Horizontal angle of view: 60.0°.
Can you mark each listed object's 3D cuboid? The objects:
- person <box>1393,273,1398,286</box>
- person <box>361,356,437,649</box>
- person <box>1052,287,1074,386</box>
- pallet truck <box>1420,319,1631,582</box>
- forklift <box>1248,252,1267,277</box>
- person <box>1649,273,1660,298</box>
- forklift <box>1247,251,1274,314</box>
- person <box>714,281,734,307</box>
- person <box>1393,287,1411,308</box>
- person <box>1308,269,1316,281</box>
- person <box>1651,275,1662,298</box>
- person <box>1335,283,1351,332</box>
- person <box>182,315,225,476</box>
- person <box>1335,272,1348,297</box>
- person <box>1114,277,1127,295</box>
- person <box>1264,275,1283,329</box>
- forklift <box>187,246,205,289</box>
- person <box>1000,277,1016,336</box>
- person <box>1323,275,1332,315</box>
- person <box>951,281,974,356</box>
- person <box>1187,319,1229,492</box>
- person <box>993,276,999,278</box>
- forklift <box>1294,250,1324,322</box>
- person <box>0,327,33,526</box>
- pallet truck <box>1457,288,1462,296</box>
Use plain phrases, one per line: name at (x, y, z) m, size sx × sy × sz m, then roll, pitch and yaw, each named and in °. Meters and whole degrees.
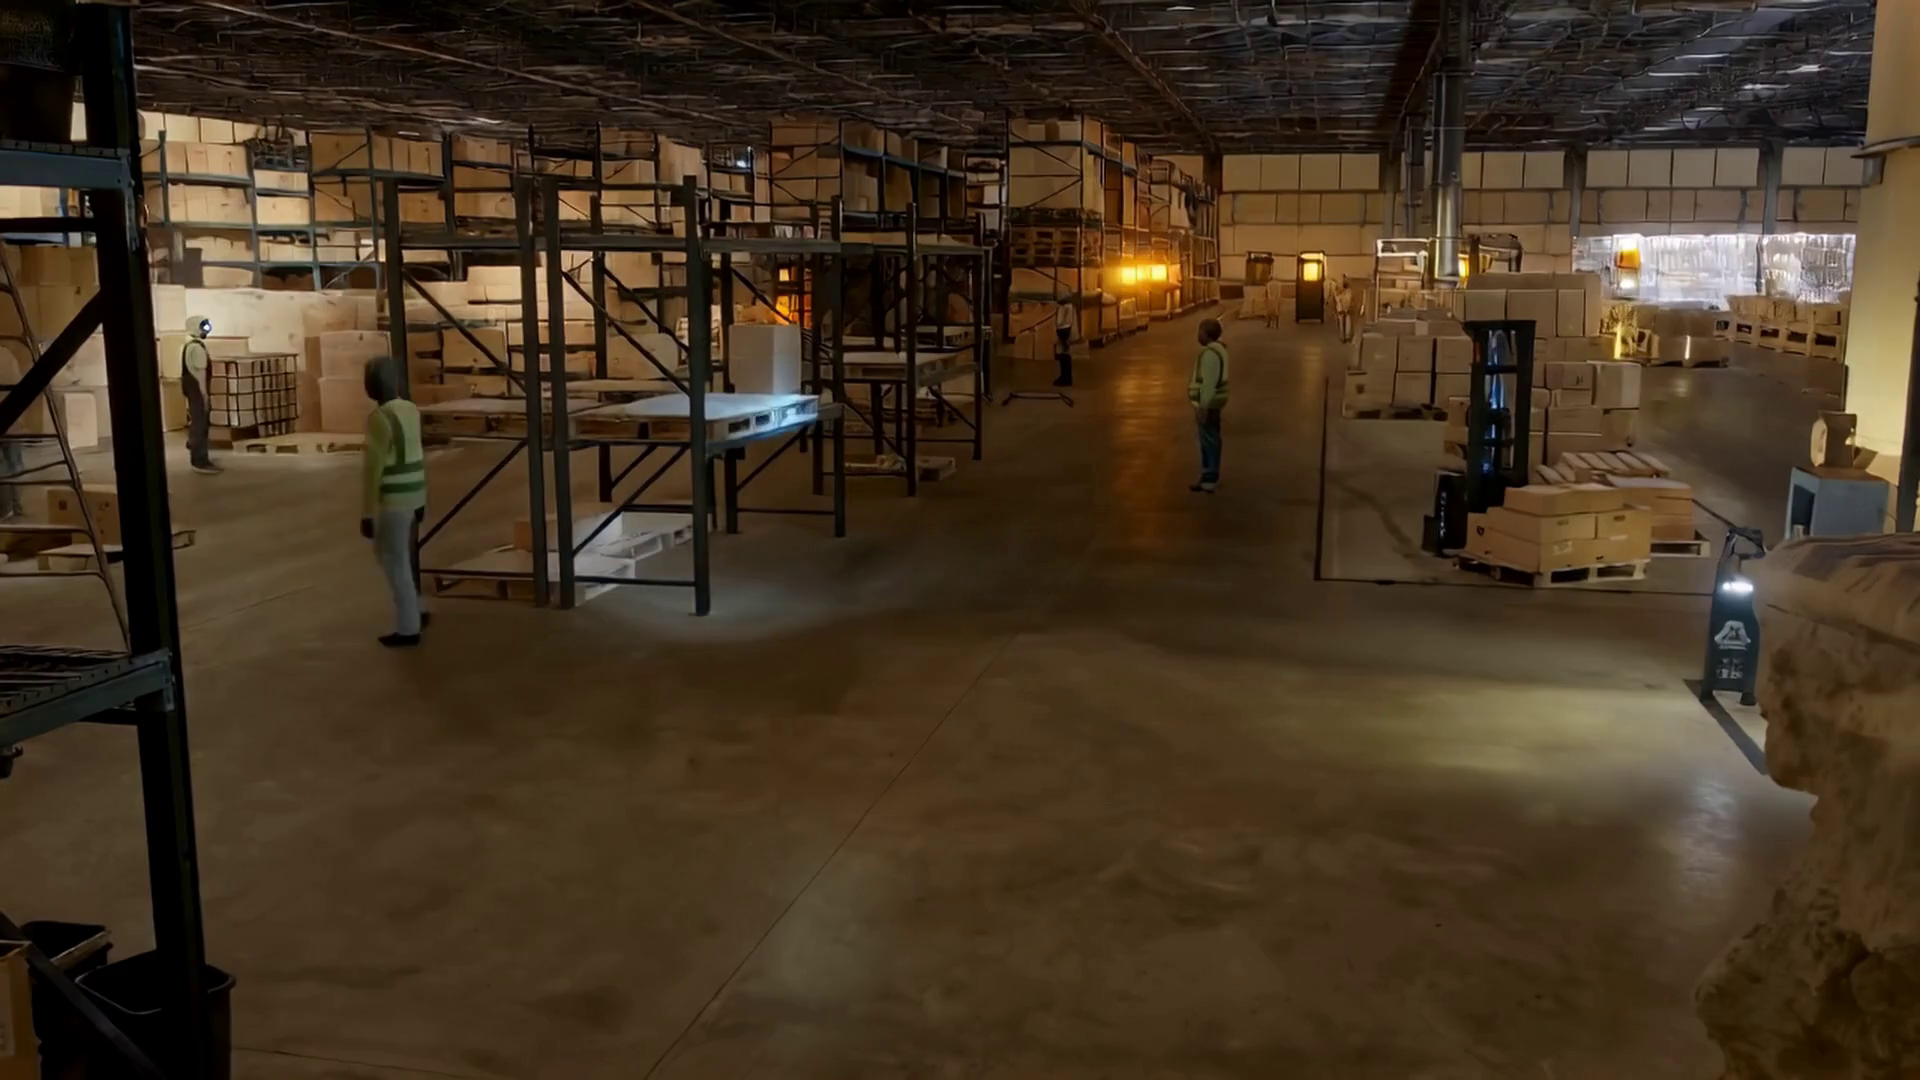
person at (23.084, -13.287, 88.282) m, size 0.485 × 1.735 × 0.347 m, roll -7°, pitch 12°, yaw -34°
person at (-3.593, -0.224, 10.514) m, size 0.416 × 1.870 × 0.613 m, roll 1°, pitch 10°, yaw 6°
person at (2.025, -3.975, 32.528) m, size 0.378 × 1.938 × 0.547 m, roll -3°, pitch 10°, yaw -17°
pallet truck at (4.543, -0.757, 13.299) m, size 0.823 × 1.965 × 1.885 m, roll -4°, pitch 10°, yaw -22°
forklift at (15.328, -13.458, 85.899) m, size 1.129 × 2.768 × 1.873 m, roll 2°, pitch 10°, yaw 12°
person at (30.711, -10.826, 73.364) m, size 1.026 × 1.845 × 0.653 m, roll 2°, pitch 10°, yaw 14°
forklift at (13.172, -11.214, 72.612) m, size 1.129 × 2.768 × 1.873 m, roll 2°, pitch 10°, yaw 12°
person at (-6.935, -6.726, 48.843) m, size 0.625 × 1.927 × 0.507 m, roll 4°, pitch 10°, yaw 21°
person at (12.499, -6.321, 47.130) m, size 0.534 × 1.699 × 0.318 m, roll 6°, pitch 11°, yaw 33°
person at (19.658, -14.132, 92.670) m, size 0.543 × 1.939 × 0.361 m, roll -8°, pitch 12°, yaw -38°
person at (30.201, -10.652, 72.463) m, size 0.754 × 1.814 × 0.574 m, roll 1°, pitch 10°, yaw 8°
person at (13.040, -7.916, 56.645) m, size 0.536 × 1.670 × 0.719 m, roll 2°, pitch 10°, yaw 14°
person at (-8.697, -1.650, 19.038) m, size 0.327 × 1.843 × 0.516 m, roll -7°, pitch 12°, yaw -36°
person at (17.801, -11.568, 77.603) m, size 0.623 × 1.911 × 0.949 m, roll 1°, pitch 10°, yaw 5°
person at (7.956, -12.404, 82.580) m, size 0.680 × 1.883 × 0.689 m, roll 1°, pitch 10°, yaw 4°
person at (11.184, -8.494, 59.382) m, size 0.638 × 1.910 × 0.407 m, roll 2°, pitch 10°, yaw 11°
forklift at (-20.982, -6.671, 45.710) m, size 1.873 × 2.768 × 1.129 m, roll -7°, pitch 12°, yaw -36°
person at (1.546, -7.234, 51.926) m, size 0.399 × 1.907 × 0.644 m, roll -8°, pitch 12°, yaw -38°
person at (16.261, -10.915, 74.082) m, size 0.601 × 1.790 × 0.791 m, roll 0°, pitch 10°, yaw -1°
person at (0.109, -5.631, 42.398) m, size 0.643 × 1.924 × 0.784 m, roll -4°, pitch 11°, yaw -25°
person at (2.640, -1.430, 17.745) m, size 0.429 × 1.844 × 0.627 m, roll 3°, pitch 10°, yaw 18°
person at (1.993, -14.249, 93.841) m, size 0.641 × 1.812 × 0.852 m, roll -2°, pitch 10°, yaw -14°
forklift at (13.778, -10.002, 65.433) m, size 1.129 × 2.768 × 1.873 m, roll 2°, pitch 10°, yaw 12°
person at (-8.908, -1.089, 15.480) m, size 0.376 × 1.930 × 0.628 m, roll -7°, pitch 12°, yaw -37°
pallet truck at (20.506, -9.785, 68.819) m, size 0.653 × 1.274 × 1.630 m, roll 2°, pitch 10°, yaw 12°
